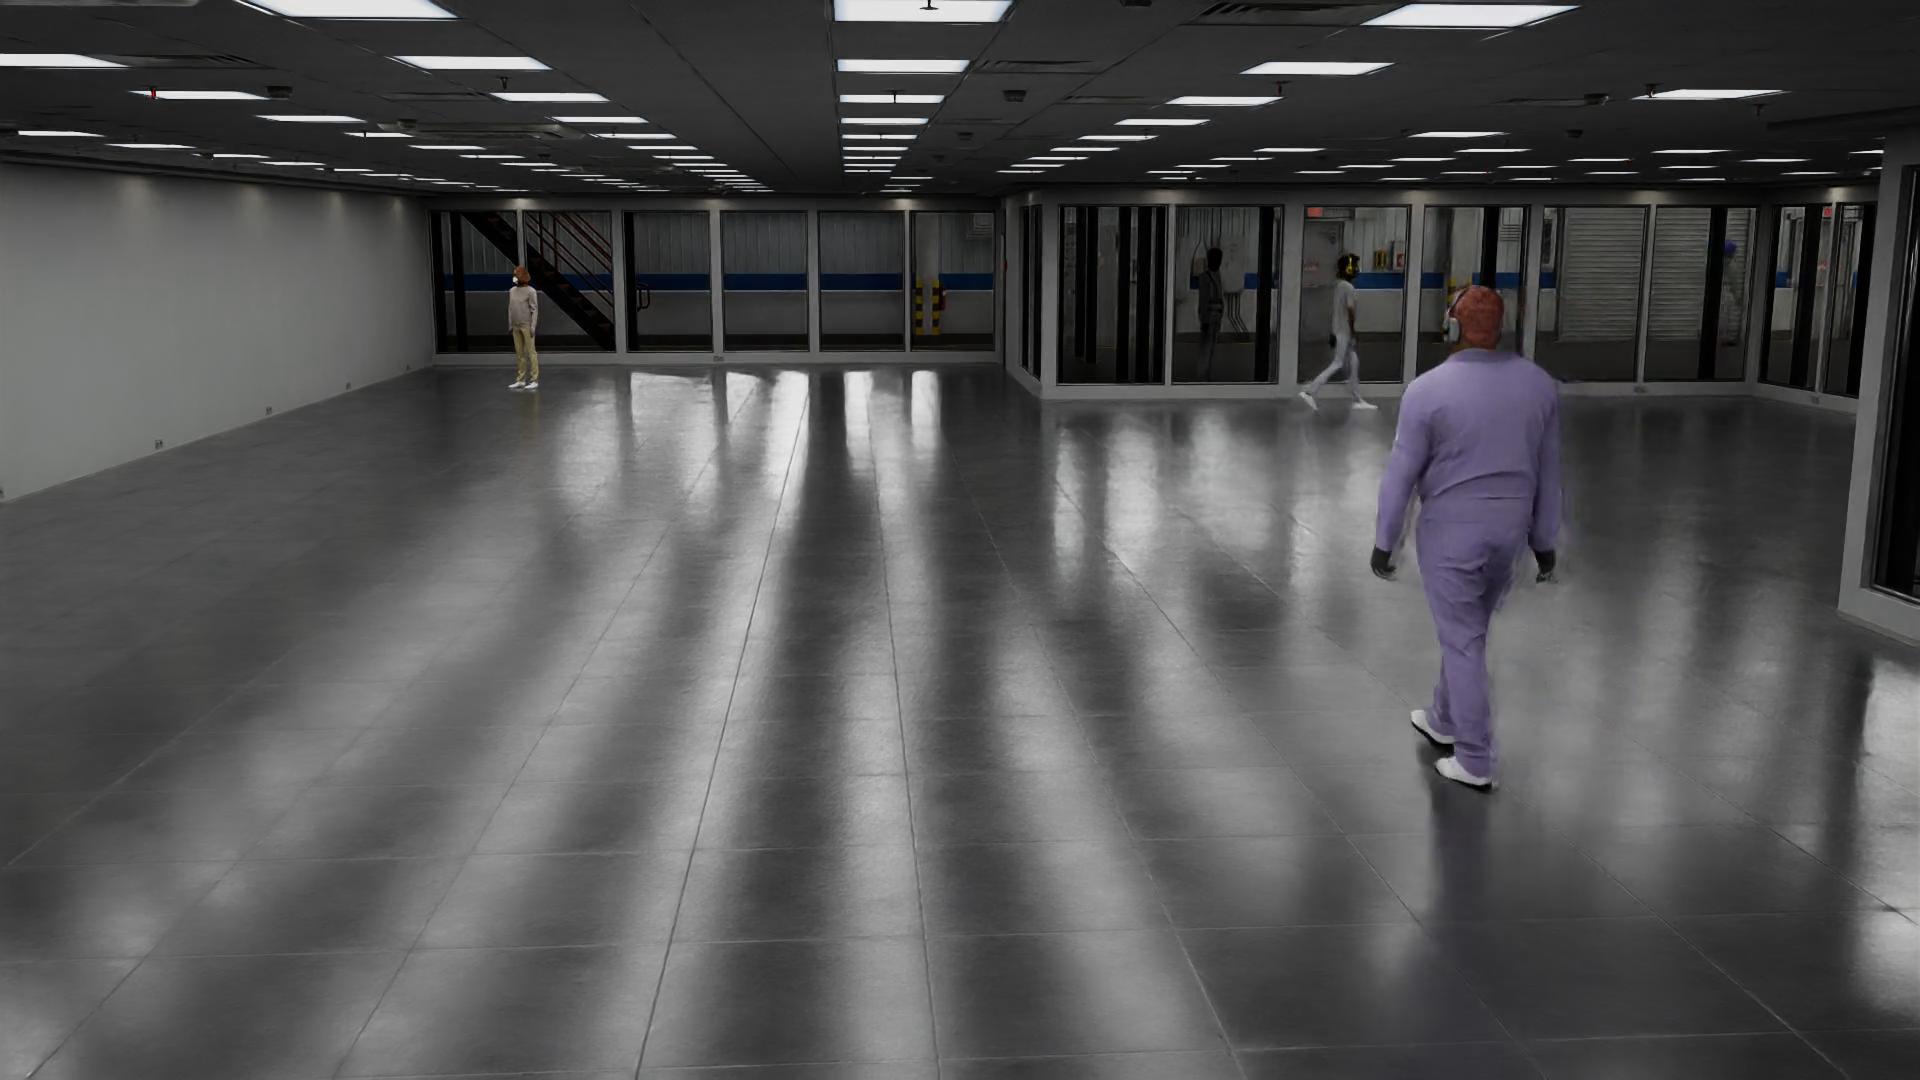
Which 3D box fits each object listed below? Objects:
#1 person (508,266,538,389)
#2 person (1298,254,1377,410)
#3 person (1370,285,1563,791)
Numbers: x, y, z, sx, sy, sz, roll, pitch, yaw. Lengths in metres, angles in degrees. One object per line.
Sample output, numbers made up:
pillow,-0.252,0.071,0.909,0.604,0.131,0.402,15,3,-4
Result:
person,-5.840,-2.834,22.208,0.500,1.633,0.280,7,12,32
person,4.440,-2.419,19.452,0.918,1.837,0.528,-1,11,-3
person,1.886,-0.034,6.437,0.680,1.872,0.863,-3,11,-17
